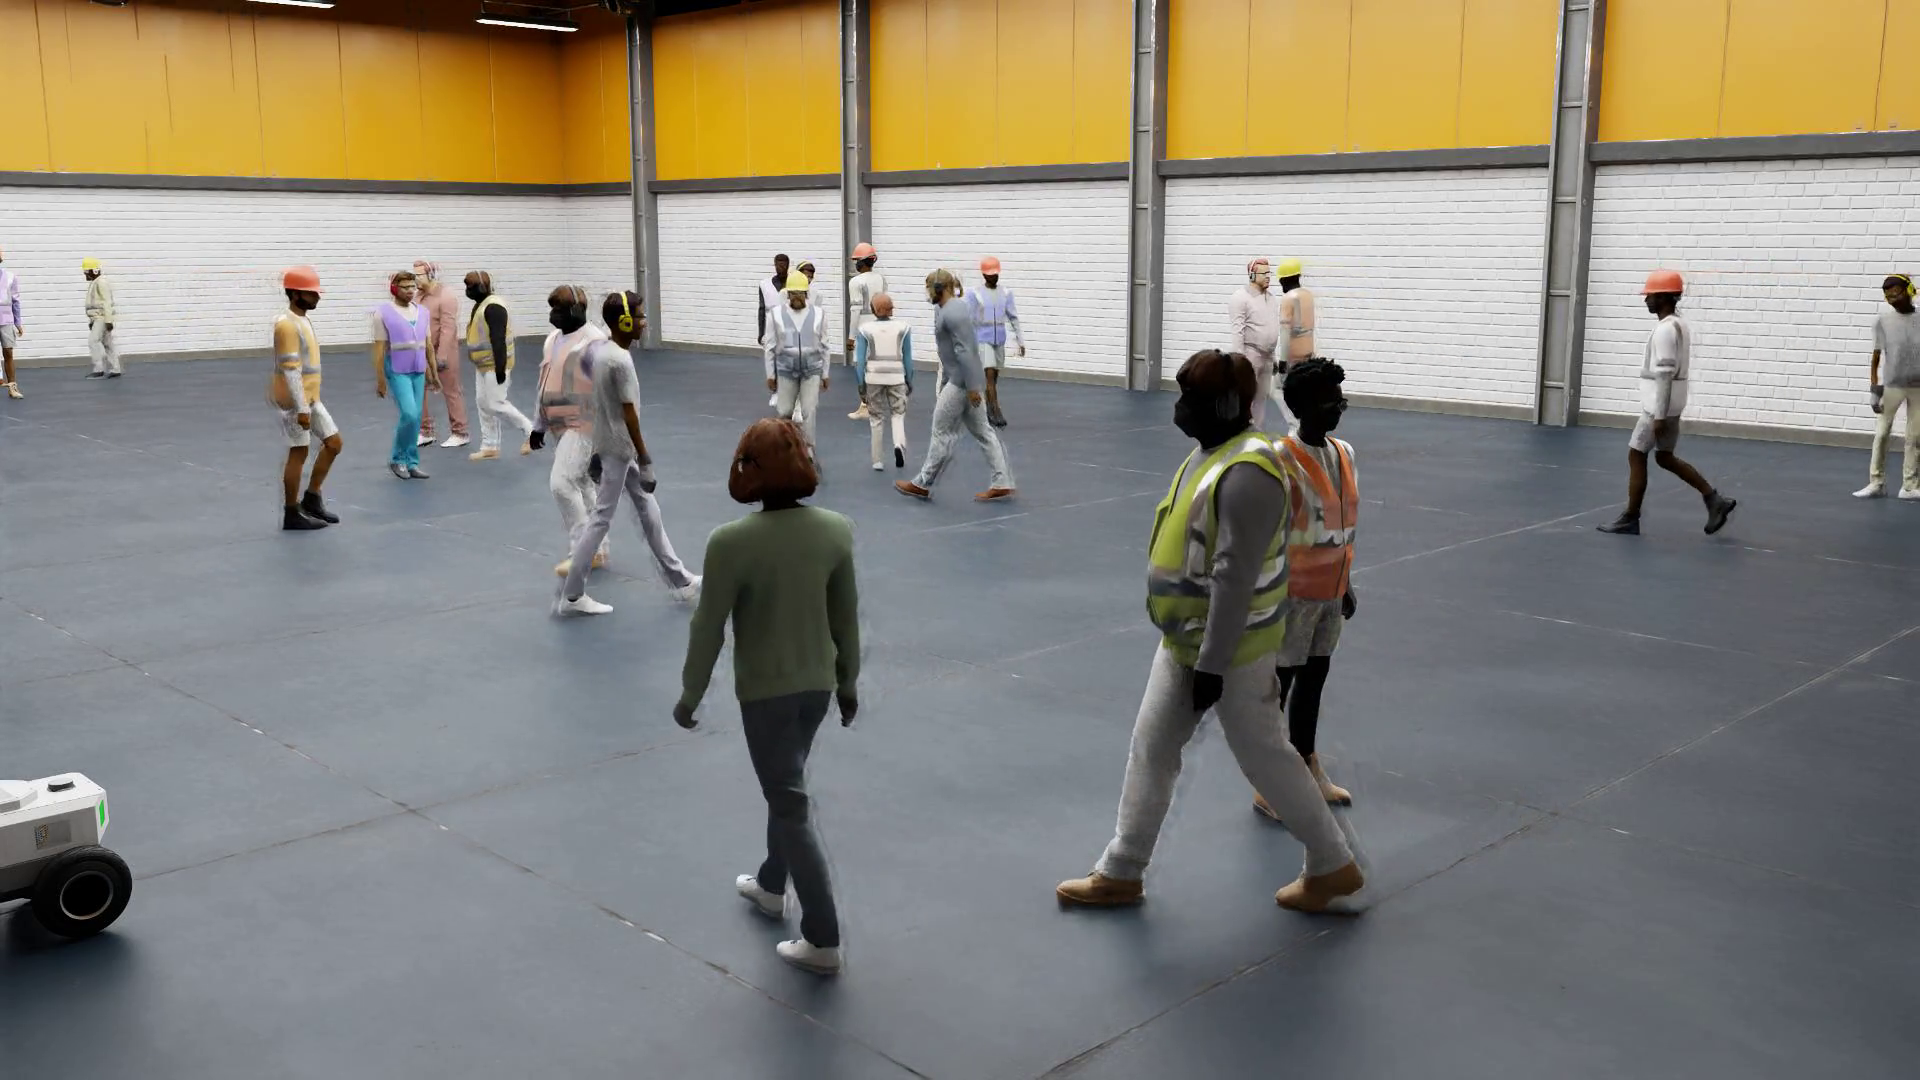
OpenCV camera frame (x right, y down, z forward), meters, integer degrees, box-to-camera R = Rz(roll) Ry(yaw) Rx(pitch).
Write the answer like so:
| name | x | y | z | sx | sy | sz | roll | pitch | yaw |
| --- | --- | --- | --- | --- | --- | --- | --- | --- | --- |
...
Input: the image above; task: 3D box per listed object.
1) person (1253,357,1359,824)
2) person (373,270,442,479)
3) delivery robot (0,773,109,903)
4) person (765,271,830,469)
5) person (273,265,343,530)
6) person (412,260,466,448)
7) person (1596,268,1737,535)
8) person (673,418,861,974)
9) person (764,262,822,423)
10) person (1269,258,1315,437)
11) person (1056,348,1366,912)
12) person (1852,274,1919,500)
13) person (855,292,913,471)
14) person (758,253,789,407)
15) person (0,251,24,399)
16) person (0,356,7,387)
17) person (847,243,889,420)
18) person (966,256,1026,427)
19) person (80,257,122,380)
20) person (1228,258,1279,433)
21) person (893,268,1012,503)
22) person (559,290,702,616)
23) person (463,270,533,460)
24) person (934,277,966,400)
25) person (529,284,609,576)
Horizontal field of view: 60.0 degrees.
| name | x | y | z | sx | sy | sz | roll | pitch | yaw |
| --- | --- | --- | --- | --- | --- | --- | --- | --- | --- |
| person | 1.272 | 0.180 | 6.103 | 0.534 | 1.697 | 0.318 | -10 | 15 | -44 |
| person | -4.831 | -1.432 | 14.546 | 0.461 | 1.829 | 0.563 | 5 | 12 | 27 |
| delivery robot | -2.988 | 0.902 | 5.023 | 0.707 | 0.478 | 0.477 | -10 | 14 | -44 |
| person | -1.493 | -1.571 | 15.341 | 0.598 | 1.816 | 0.612 | -2 | 11 | -9 |
| person | -4.713 | -1.015 | 12.006 | 0.515 | 1.916 | 0.586 | -1 | 10 | -6 |
| person | -5.303 | -1.843 | 16.644 | 0.678 | 1.881 | 0.707 | 6 | 12 | 31 |
| person | 5.024 | -0.952 | 11.709 | 0.826 | 1.915 | 0.553 | 7 | 12 | 33 |
| person | -0.587 | 0.441 | 4.942 | 0.761 | 1.600 | 0.508 | 10 | 14 | 43 |
| person | -1.892 | -2.228 | 18.894 | 0.654 | 1.822 | 0.840 | 0 | 10 | 0 |
| person | 3.374 | -1.894 | 16.854 | 0.422 | 1.898 | 0.632 | 9 | 14 | 41 |
| person | 0.836 | 0.304 | 5.168 | 0.956 | 1.802 | 0.632 | -1 | 10 | -8 |
| person | 7.629 | -1.201 | 13.328 | 0.660 | 1.821 | 0.343 | 3 | 11 | 14 |
| person | -0.675 | -1.416 | 14.987 | 0.536 | 1.623 | 0.427 | -2 | 11 | -9 |
| person | -2.206 | -2.586 | 20.614 | 0.631 | 1.903 | 0.493 | 1 | 10 | 3 |
| person | -12.493 | -2.833 | 21.573 | 0.608 | 2.048 | 0.364 | -10 | 15 | -44 |
| person | -13.730 | -3.085 | 23.399 | 0.575 | 1.882 | 0.355 | -10 | 15 | -44 |
| person | -1.094 | -2.405 | 19.253 | 0.373 | 2.044 | 0.606 | 7 | 13 | 35 |
| person | 0.409 | -2.213 | 18.591 | 0.695 | 1.890 | 0.849 | -4 | 11 | -22 |
| person | -12.755 | -3.253 | 24.503 | 0.665 | 1.804 | 0.633 | -7 | 13 | -35 |
| person | 2.872 | -1.757 | 16.093 | 0.643 | 1.909 | 0.410 | -10 | 15 | -44 |
| person | -0.057 | -1.221 | 13.281 | 1.026 | 1.859 | 0.640 | 1 | 10 | 6 |
| person | -1.832 | -0.476 | 9.359 | 0.990 | 1.809 | 0.554 | -4 | 11 | -20 |
| person | -4.374 | -1.655 | 15.803 | 0.603 | 1.821 | 0.654 | -7 | 12 | -34 |
| person | -0.100 | -2.310 | 19.846 | 0.499 | 1.636 | 0.286 | -10 | 15 | -44 |
| person | -2.488 | -0.685 | 10.482 | 0.570 | 1.824 | 0.631 | -8 | 13 | -36 |
